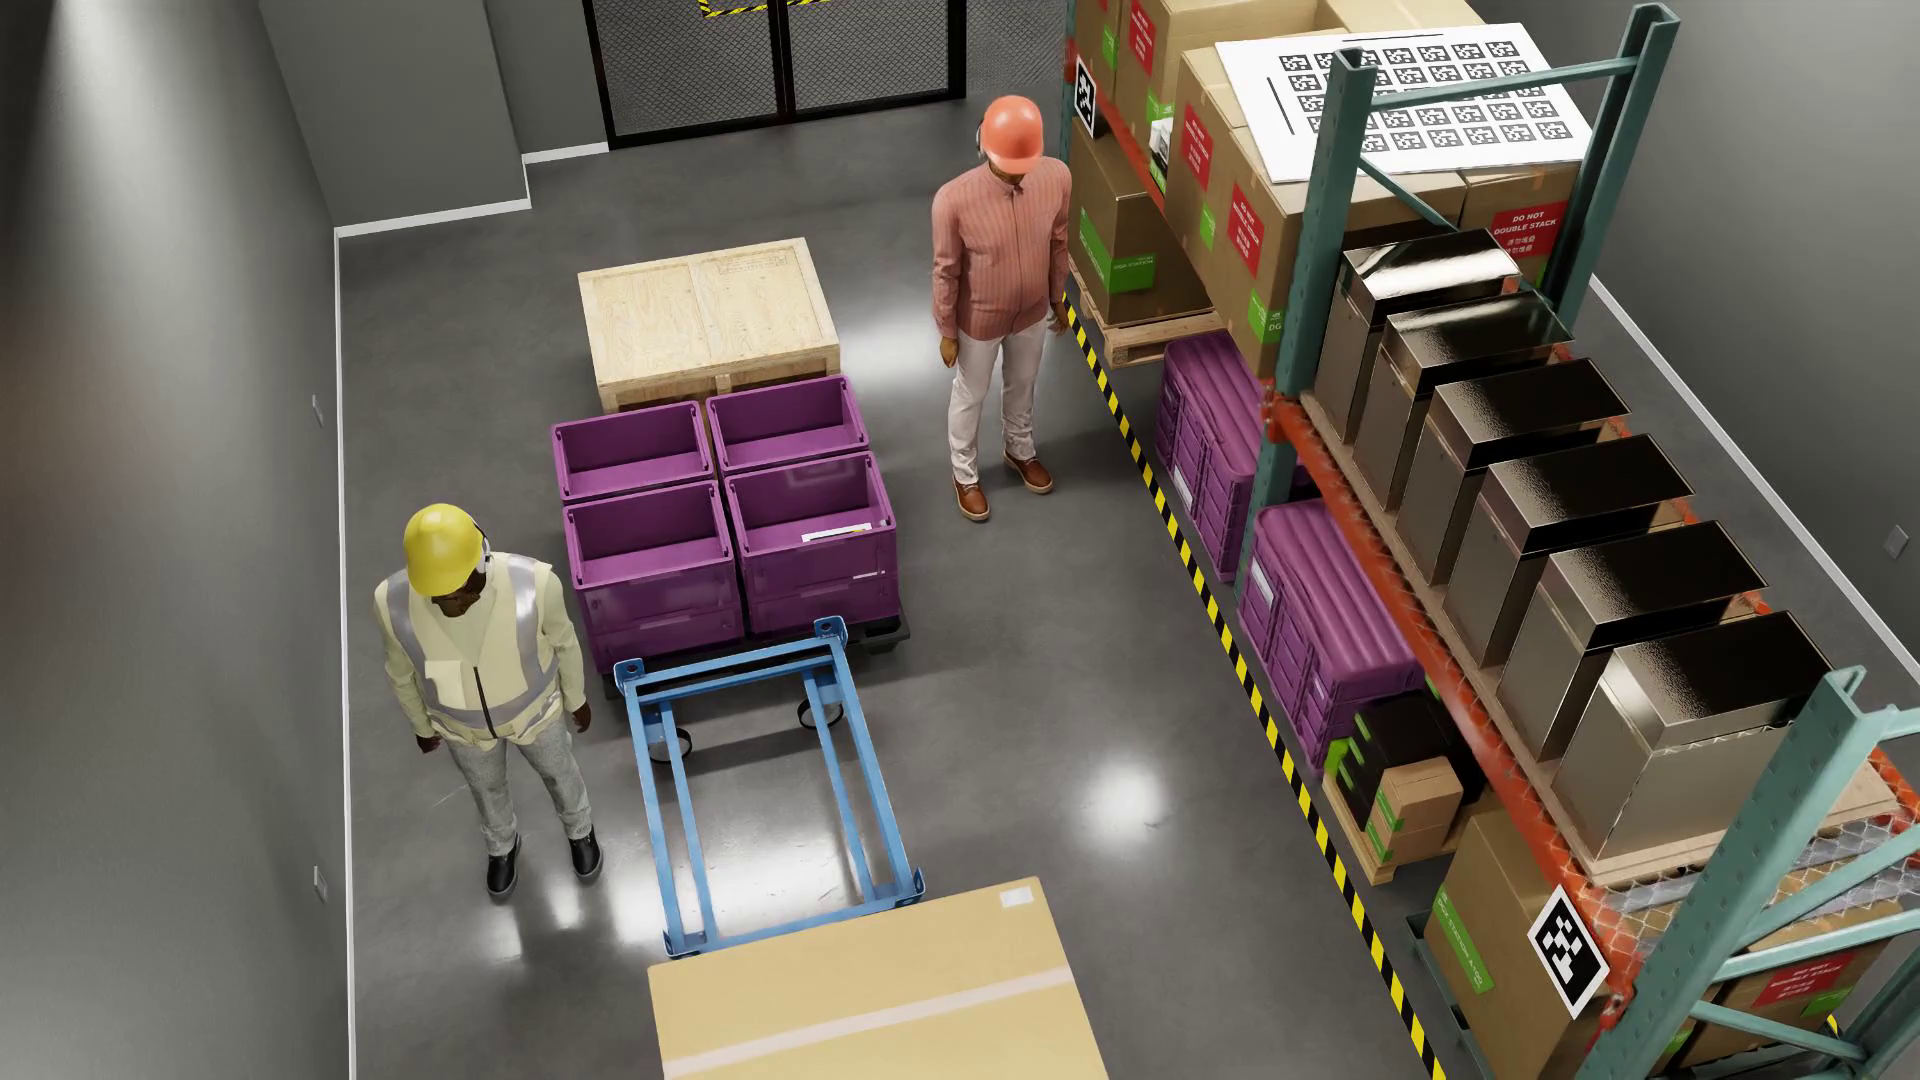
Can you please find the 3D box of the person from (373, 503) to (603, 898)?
[{"bbox_3d":[-1.518,0.545,5.456,0.600,1.831,0.404,-9,48,-8],"label":"person"}]

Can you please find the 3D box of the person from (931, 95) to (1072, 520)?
[{"bbox_3d":[0.177,-0.921,6.700,0.611,1.986,0.388,-23,51,-19],"label":"person"}]
